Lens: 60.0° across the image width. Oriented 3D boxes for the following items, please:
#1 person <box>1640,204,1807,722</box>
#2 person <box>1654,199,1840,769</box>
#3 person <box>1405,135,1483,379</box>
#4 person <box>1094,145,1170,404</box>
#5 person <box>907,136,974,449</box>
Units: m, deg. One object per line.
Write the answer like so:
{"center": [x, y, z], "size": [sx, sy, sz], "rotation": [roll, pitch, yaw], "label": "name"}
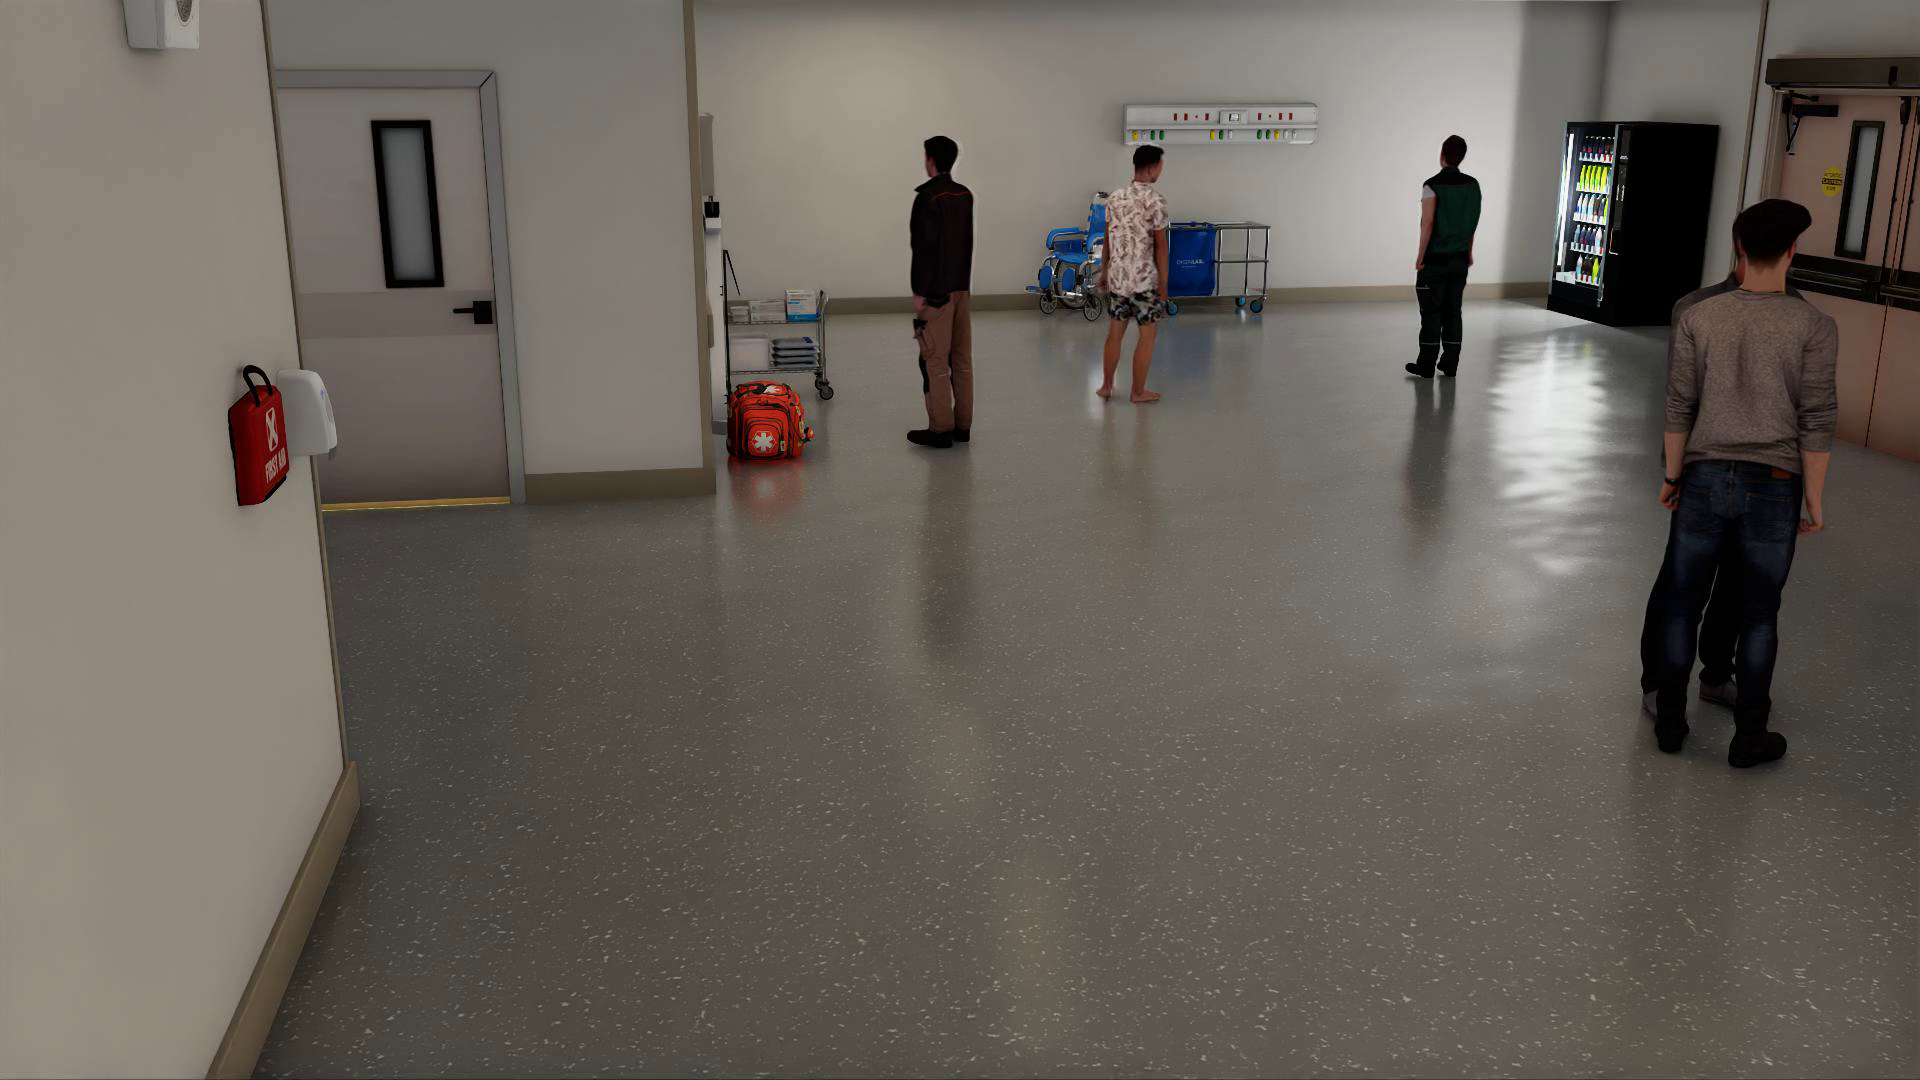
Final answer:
{"center": [2.763, -0.273, 5.993], "size": [0.689, 1.873, 0.609], "rotation": [-4, 16, -13], "label": "person"}
{"center": [2.624, -0.179, 5.601], "size": [0.759, 1.904, 0.827], "rotation": [12, 19, 35], "label": "person"}
{"center": [3.732, -2.185, 12.824], "size": [0.665, 1.843, 0.628], "rotation": [-5, 17, -17], "label": "person"}
{"center": [1.213, -1.890, 11.849], "size": [0.788, 1.807, 0.875], "rotation": [10, 18, 31], "label": "person"}
{"center": [-0.114, -1.554, 10.440], "size": [0.833, 1.924, 0.782], "rotation": [12, 19, 35], "label": "person"}
